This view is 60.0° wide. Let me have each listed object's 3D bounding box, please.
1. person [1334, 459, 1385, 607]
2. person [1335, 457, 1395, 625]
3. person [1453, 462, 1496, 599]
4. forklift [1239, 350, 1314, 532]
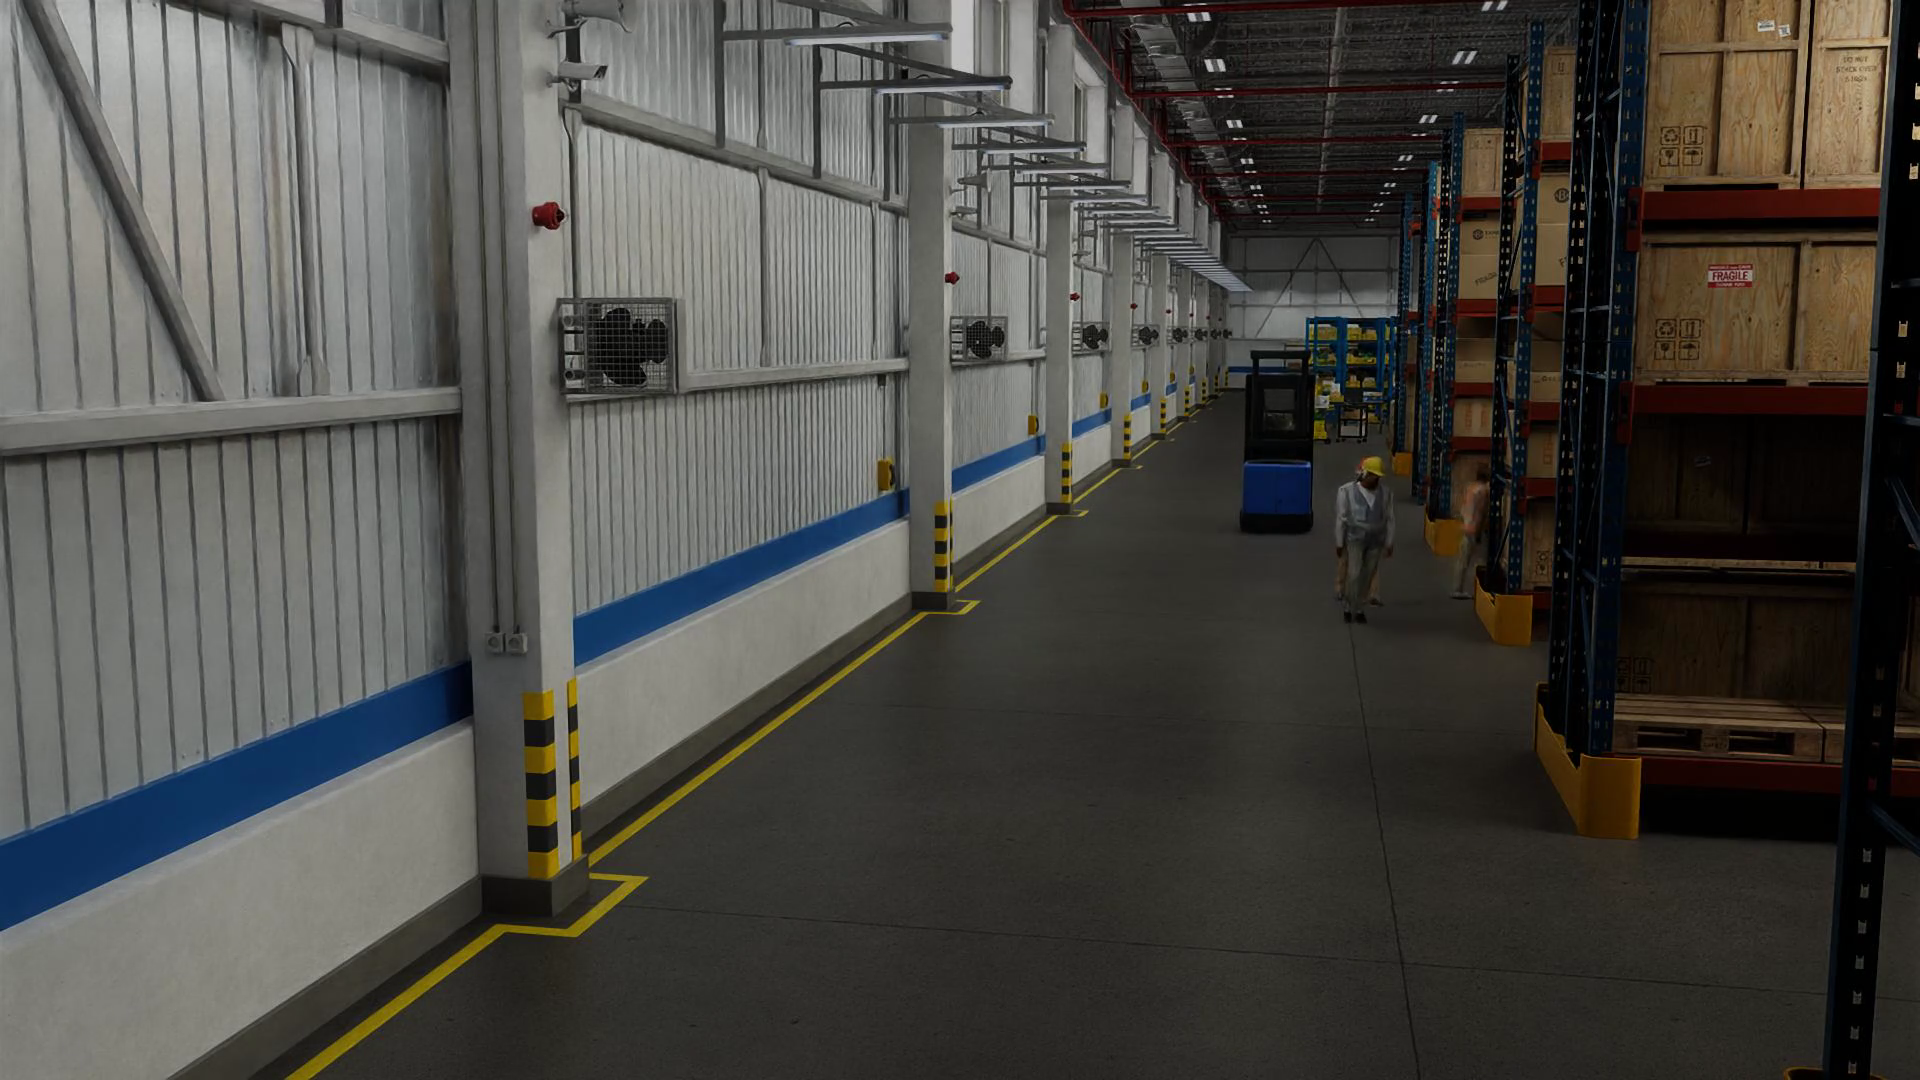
[{"bbox_3d":[4.566,-0.095,18.949,0.587,1.681,0.804,0,7,1],"label":"person"},{"bbox_3d":[4.284,0.014,17.574,0.599,1.795,0.553,-1,7,-4],"label":"person"},{"bbox_3d":[6.035,-0.101,19.176,0.686,1.607,0.541,0,7,1],"label":"person"},{"bbox_3d":[5.013,-1.596,26.167,1.129,2.768,1.873,1,7,12],"label":"forklift"}]
